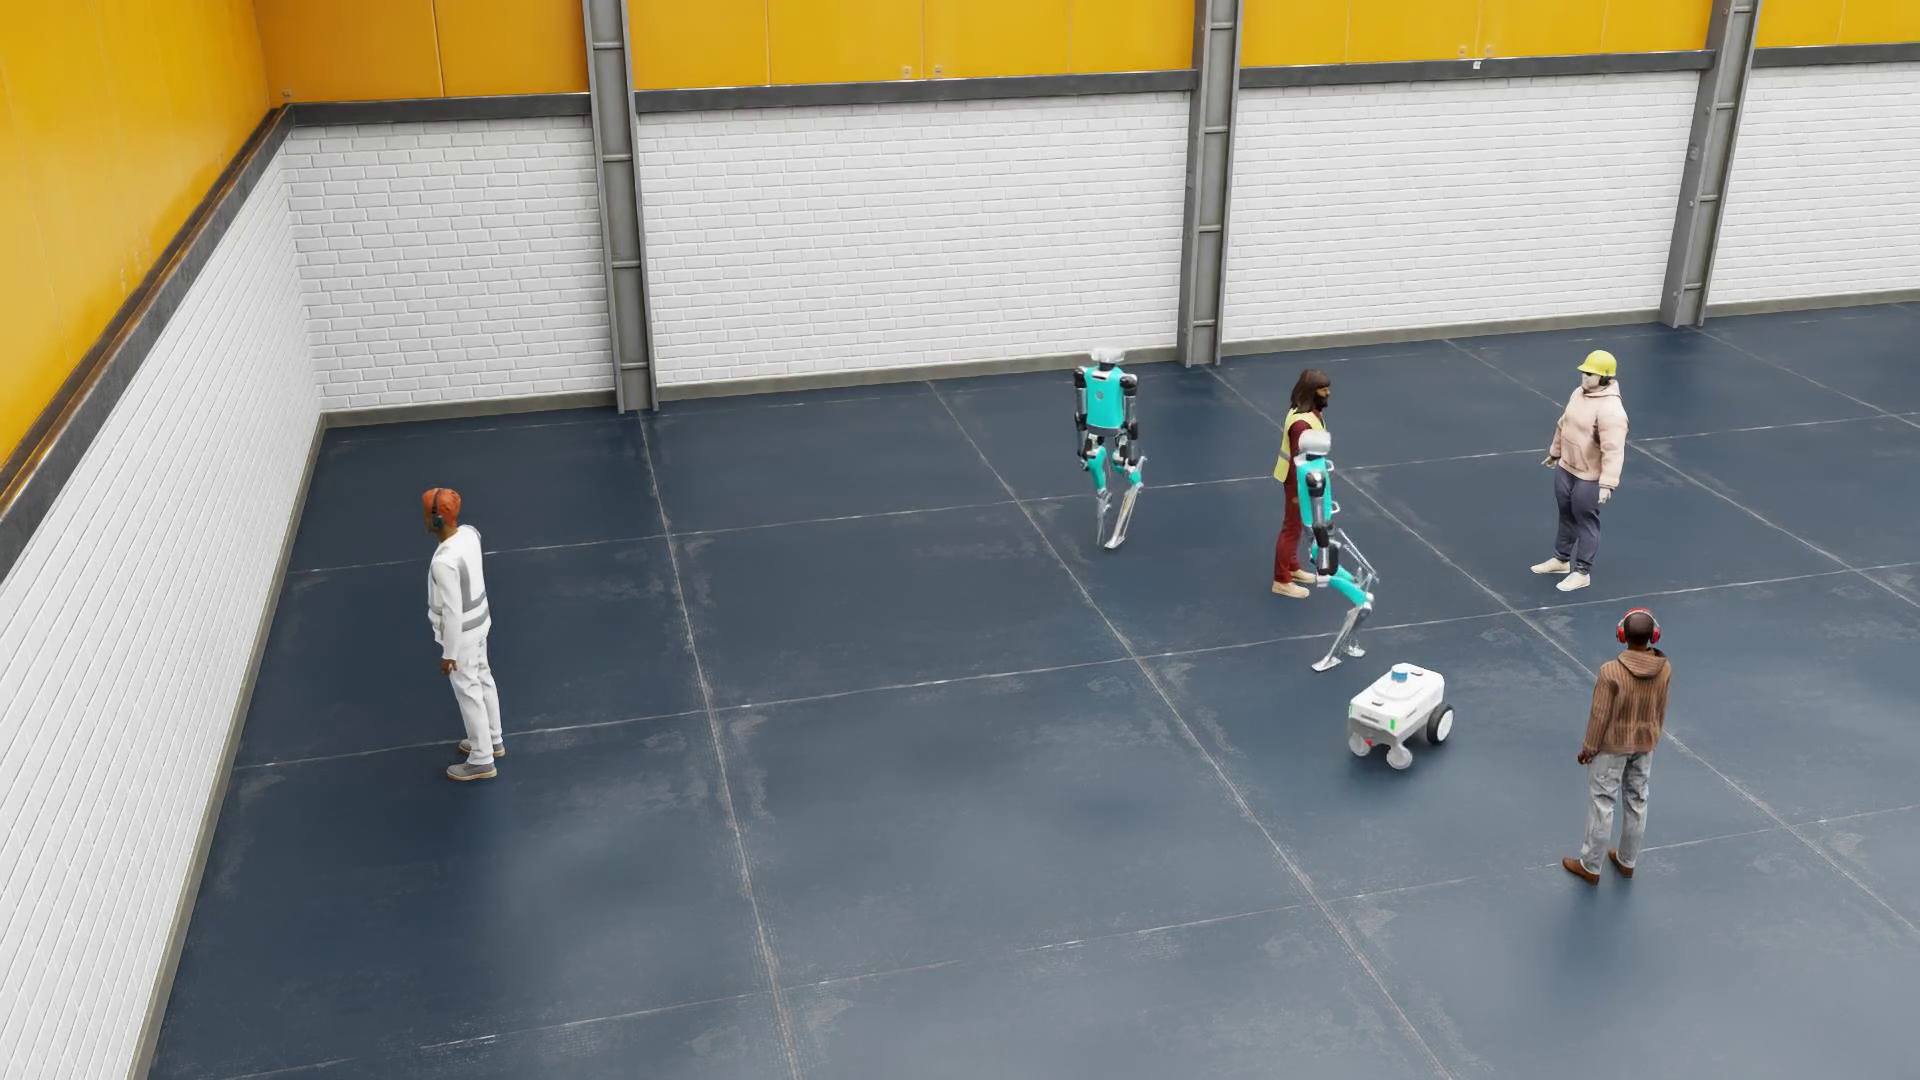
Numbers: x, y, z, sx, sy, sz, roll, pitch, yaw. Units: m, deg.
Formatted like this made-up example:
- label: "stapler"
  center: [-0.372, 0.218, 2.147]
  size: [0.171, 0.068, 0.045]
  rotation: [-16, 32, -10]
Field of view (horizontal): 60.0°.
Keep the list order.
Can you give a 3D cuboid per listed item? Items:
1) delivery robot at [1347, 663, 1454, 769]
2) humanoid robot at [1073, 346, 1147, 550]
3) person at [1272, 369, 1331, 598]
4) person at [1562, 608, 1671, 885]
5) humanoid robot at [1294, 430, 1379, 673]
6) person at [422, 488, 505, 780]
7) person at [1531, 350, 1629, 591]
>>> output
- label: "delivery robot"
  center: [2.784, 1.072, 10.577]
  size: [0.499, 0.601, 0.772]
  rotation: [20, 31, 38]
- label: "humanoid robot"
  center: [1.244, -0.678, 13.204]
  size: [0.540, 1.897, 0.716]
  rotation: [14, 27, 29]
- label: "person"
  center: [2.548, -0.438, 12.496]
  size: [0.365, 1.765, 0.469]
  rotation: [9, 25, 20]
- label: "person"
  center: [3.604, 1.135, 9.065]
  size: [0.461, 1.649, 0.327]
  rotation: [-5, 24, -11]
- label: "humanoid robot"
  center: [2.639, 0.105, 11.315]
  size: [0.842, 1.781, 0.609]
  rotation: [2, 24, 3]
- label: "person"
  center: [-3.022, 0.564, 10.075]
  size: [0.341, 1.882, 0.584]
  rotation: [0, 24, 1]
- label: "person"
  center: [4.741, -0.540, 12.598]
  size: [0.410, 1.870, 0.796]
  rotation: [-6, 24, -13]
